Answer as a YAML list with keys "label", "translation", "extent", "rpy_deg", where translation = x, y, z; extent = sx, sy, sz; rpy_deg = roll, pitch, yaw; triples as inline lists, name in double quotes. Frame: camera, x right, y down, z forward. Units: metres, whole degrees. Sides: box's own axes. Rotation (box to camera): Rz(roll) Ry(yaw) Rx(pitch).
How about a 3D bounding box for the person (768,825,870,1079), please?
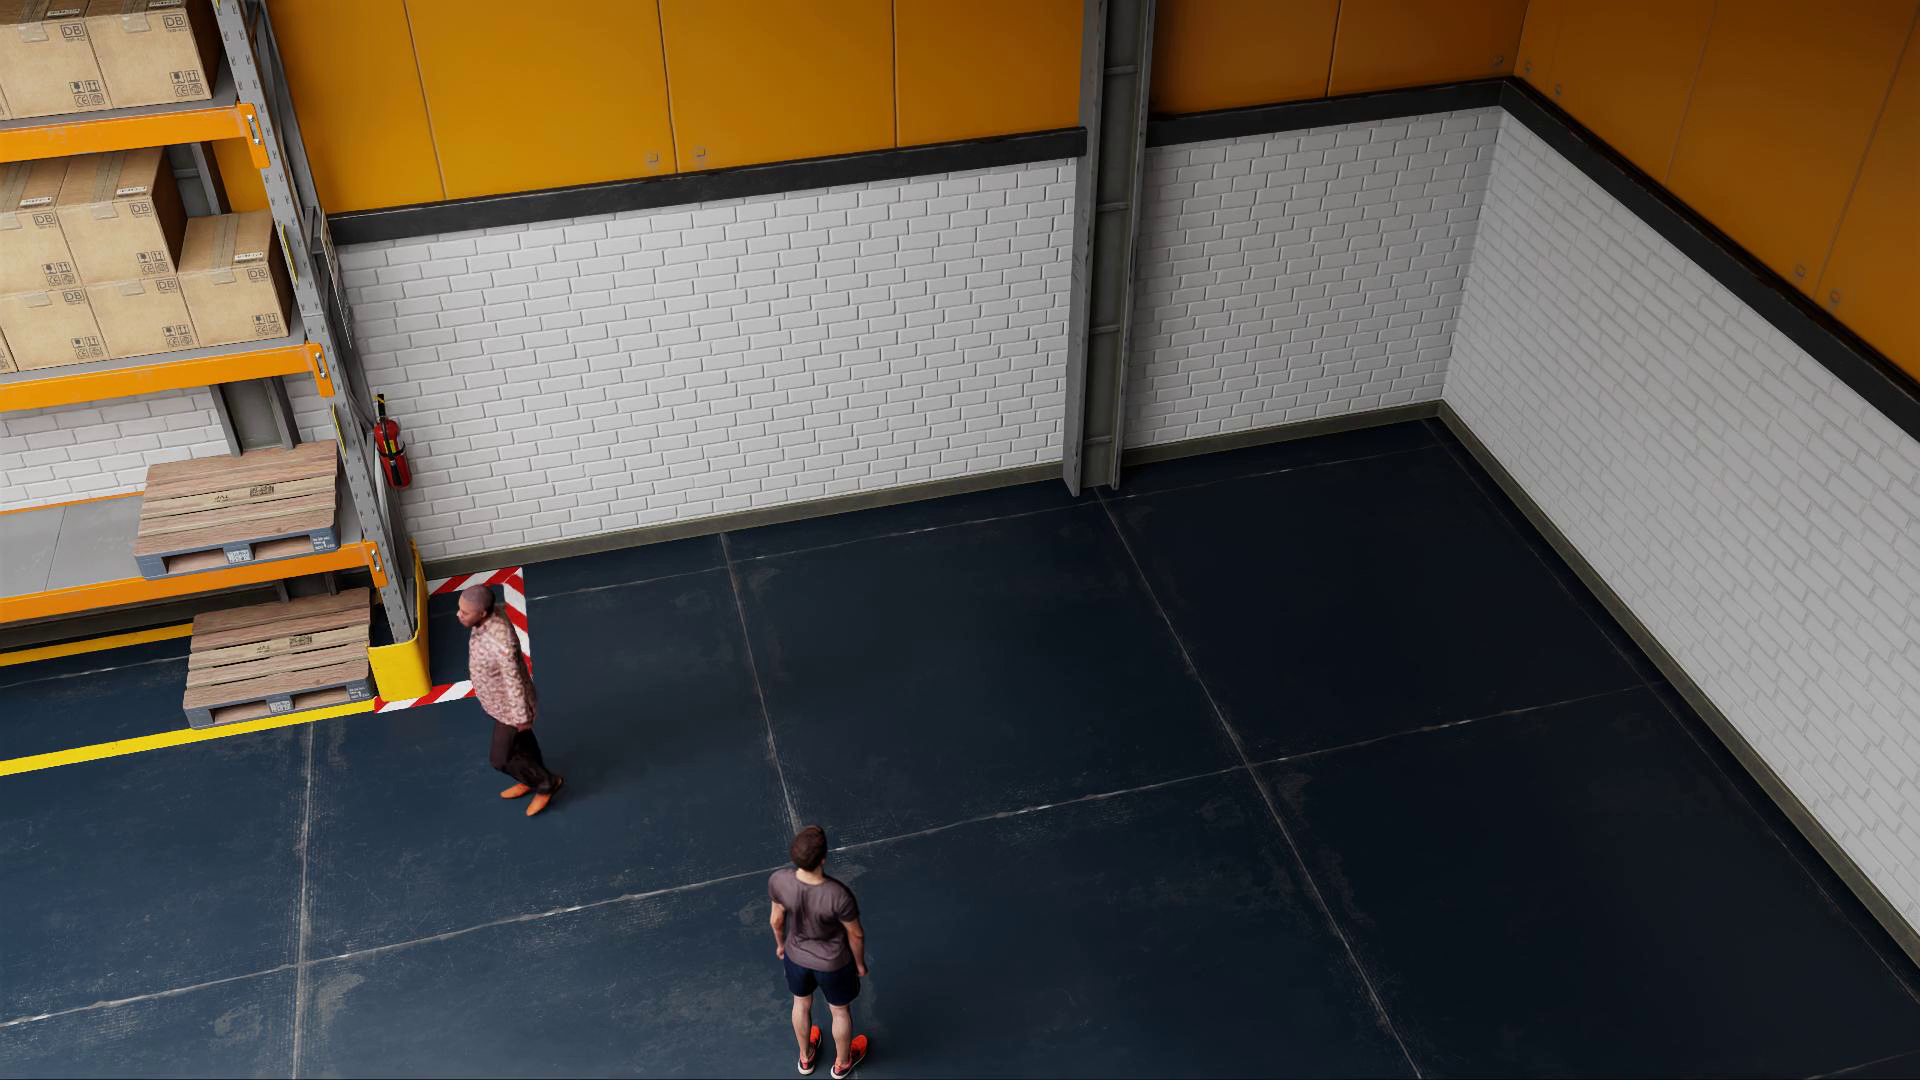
- label: "person"
  translation: [-0.740, 2.165, 8.683]
  extent: [0.662, 1.852, 0.791]
  rpy_deg: [10, 40, 12]

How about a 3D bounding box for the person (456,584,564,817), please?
- label: "person"
  translation: [-2.703, 0.942, 10.264]
  extent: [0.688, 1.790, 0.732]
  rpy_deg: [-16, 41, -19]
